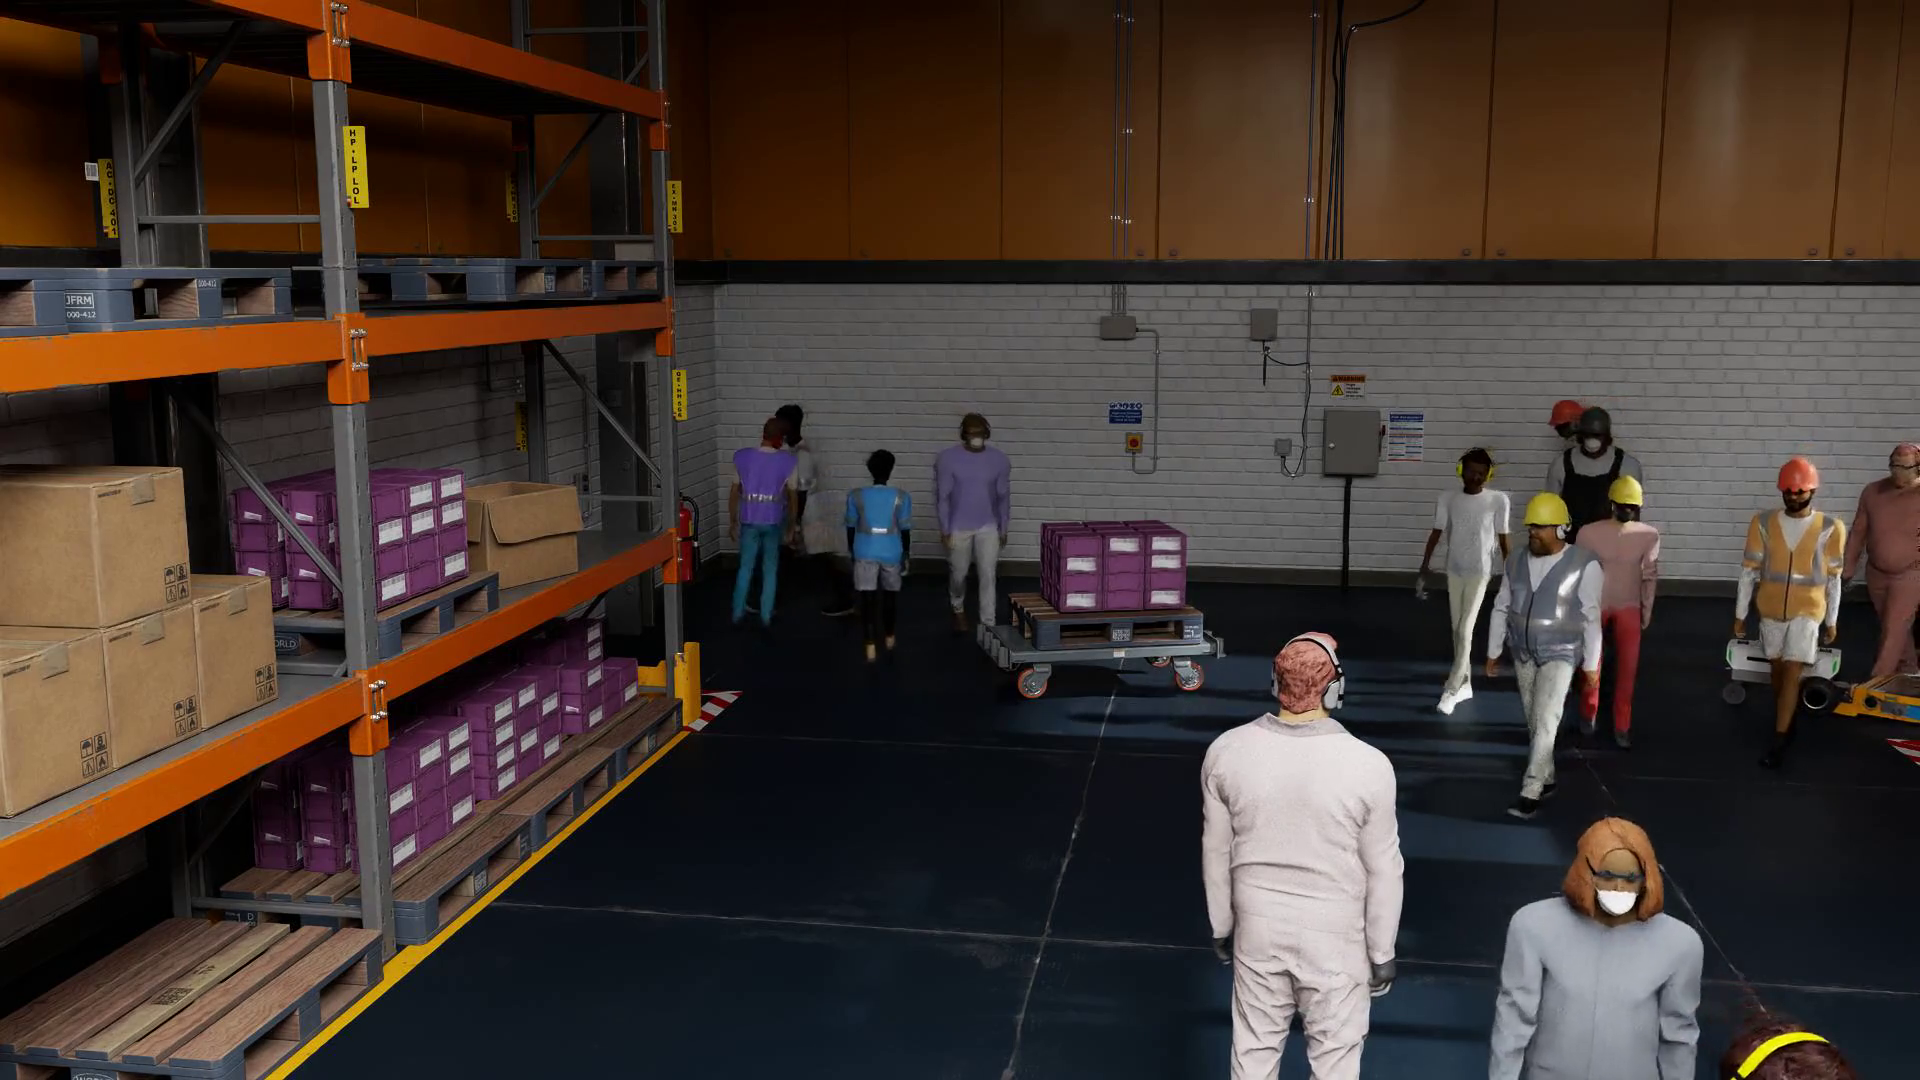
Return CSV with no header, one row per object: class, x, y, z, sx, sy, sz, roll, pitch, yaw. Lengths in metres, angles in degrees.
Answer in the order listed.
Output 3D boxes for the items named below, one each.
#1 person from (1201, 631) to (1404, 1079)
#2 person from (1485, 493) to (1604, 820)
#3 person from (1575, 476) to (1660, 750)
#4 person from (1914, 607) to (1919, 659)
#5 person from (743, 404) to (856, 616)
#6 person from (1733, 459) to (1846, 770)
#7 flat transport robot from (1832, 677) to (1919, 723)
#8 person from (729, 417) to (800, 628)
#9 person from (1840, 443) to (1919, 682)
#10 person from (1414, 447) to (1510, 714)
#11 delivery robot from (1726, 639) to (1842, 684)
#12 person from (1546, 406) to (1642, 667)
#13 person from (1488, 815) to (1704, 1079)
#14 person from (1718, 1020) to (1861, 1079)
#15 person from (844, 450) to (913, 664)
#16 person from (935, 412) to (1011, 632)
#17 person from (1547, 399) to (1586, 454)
person,1.092,1.235,5.288,0.636,1.911,0.404,5,11,30
person,3.181,0.641,9.270,0.784,1.800,0.613,-7,12,-37
person,4.156,0.454,10.608,0.554,1.734,0.728,2,10,15
person,7.594,0.053,12.798,0.351,1.836,0.505,2,9,10
person,-1.379,-0.235,14.416,1.025,1.890,0.678,-2,9,-13
person,5.177,0.421,10.395,0.564,1.889,1.007,7,12,37
flat transport robot,6.626,1.115,11.063,1.431,0.197,0.652,9,13,44
person,-1.670,-0.132,14.060,0.651,1.804,0.484,0,9,-2
person,6.586,0.229,11.654,0.999,1.860,0.664,-5,11,-29
person,3.435,0.278,11.425,0.611,1.825,0.816,7,12,38
delivery robot,5.724,0.844,11.573,0.707,0.478,0.477,5,11,30
person,4.871,-0.058,12.852,0.695,2.000,0.769,4,10,21
person,1.674,1.530,4.419,0.520,1.605,0.763,4,10,21
person,1.274,1.670,2.830,0.533,1.831,0.678,-1,9,-5
person,-0.634,0.124,12.972,0.533,1.649,0.899,0,9,-3
person,0.101,-0.108,13.612,0.647,1.909,0.833,-1,9,-6
person,5.400,-0.268,14.516,1.022,1.938,0.647,1,9,4
